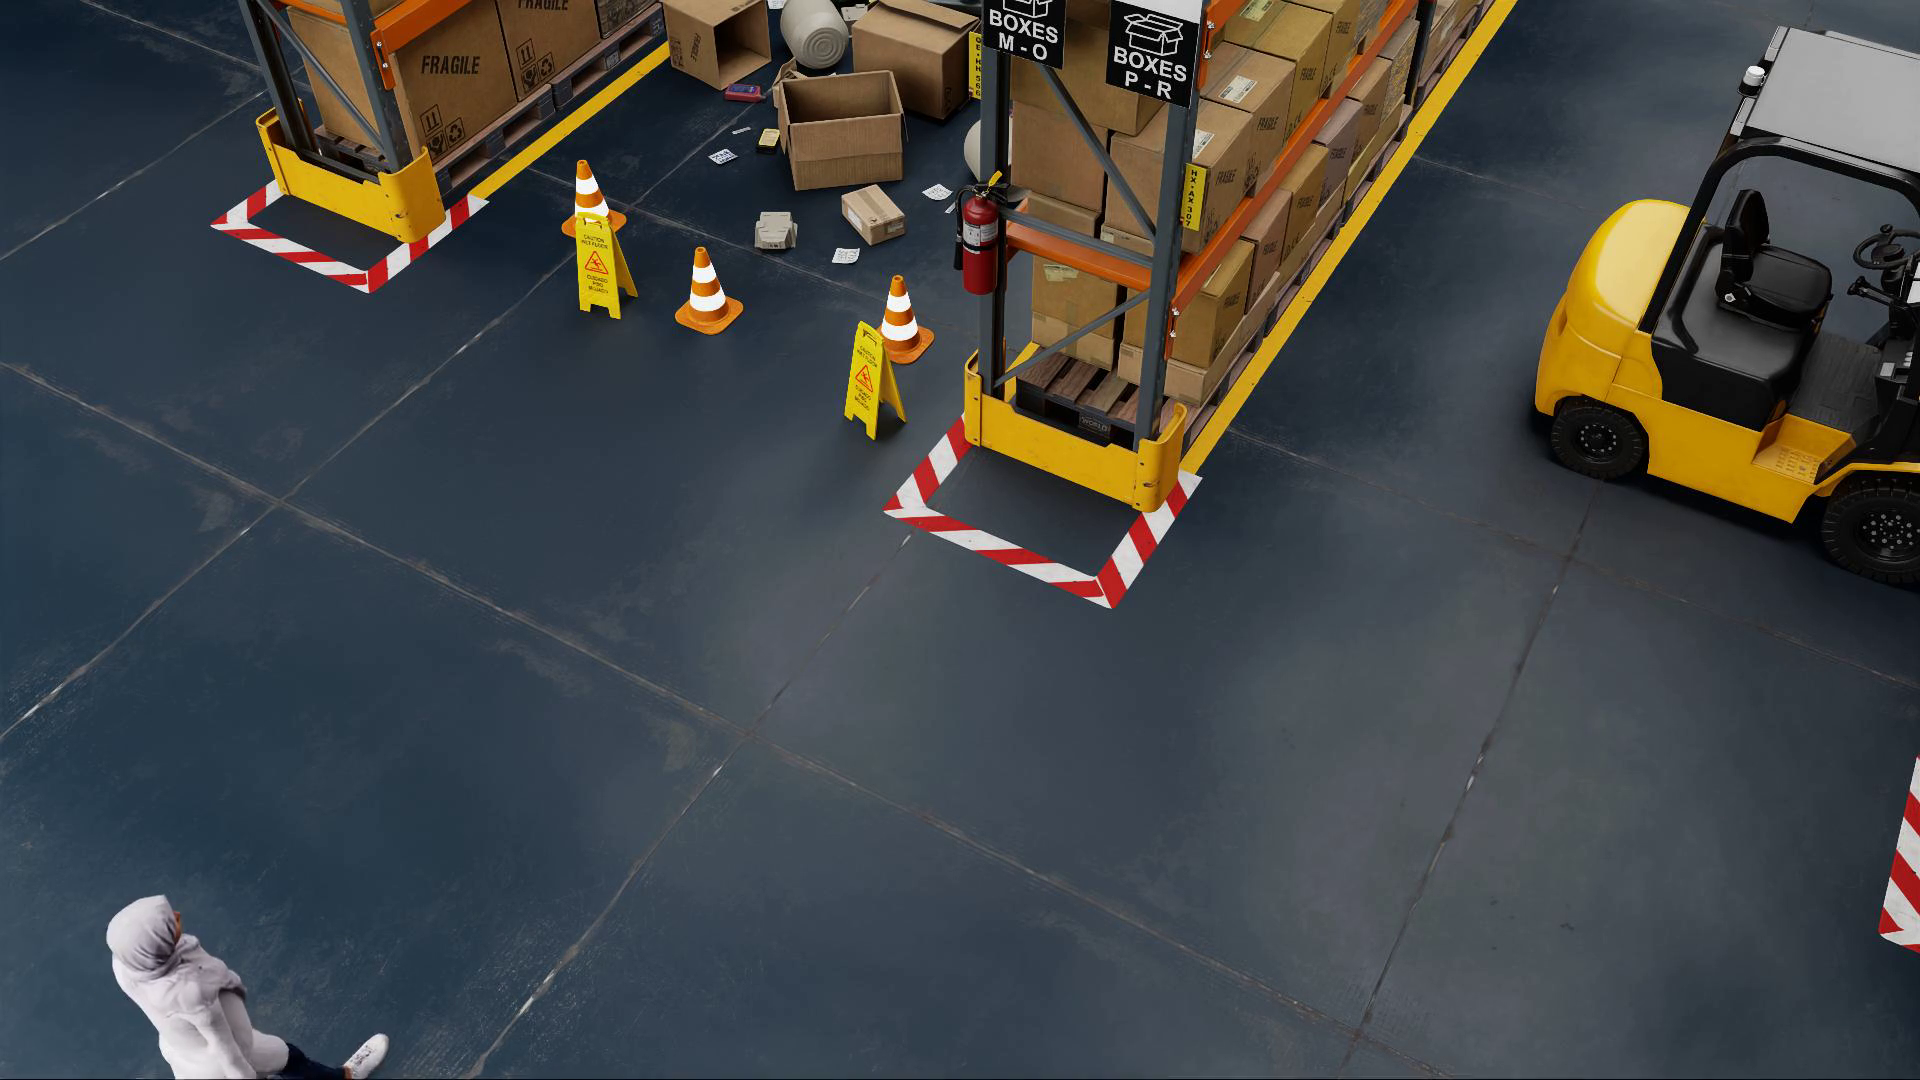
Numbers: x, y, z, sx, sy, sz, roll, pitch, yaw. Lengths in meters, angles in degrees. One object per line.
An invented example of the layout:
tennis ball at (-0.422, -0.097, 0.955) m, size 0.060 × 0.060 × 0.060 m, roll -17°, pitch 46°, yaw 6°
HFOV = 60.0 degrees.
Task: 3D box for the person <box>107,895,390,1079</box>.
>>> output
person at (-2.634, 1.808, 5.718) m, size 0.628 × 1.734 × 1.105 m, roll 24°, pitch 52°, yaw 20°
